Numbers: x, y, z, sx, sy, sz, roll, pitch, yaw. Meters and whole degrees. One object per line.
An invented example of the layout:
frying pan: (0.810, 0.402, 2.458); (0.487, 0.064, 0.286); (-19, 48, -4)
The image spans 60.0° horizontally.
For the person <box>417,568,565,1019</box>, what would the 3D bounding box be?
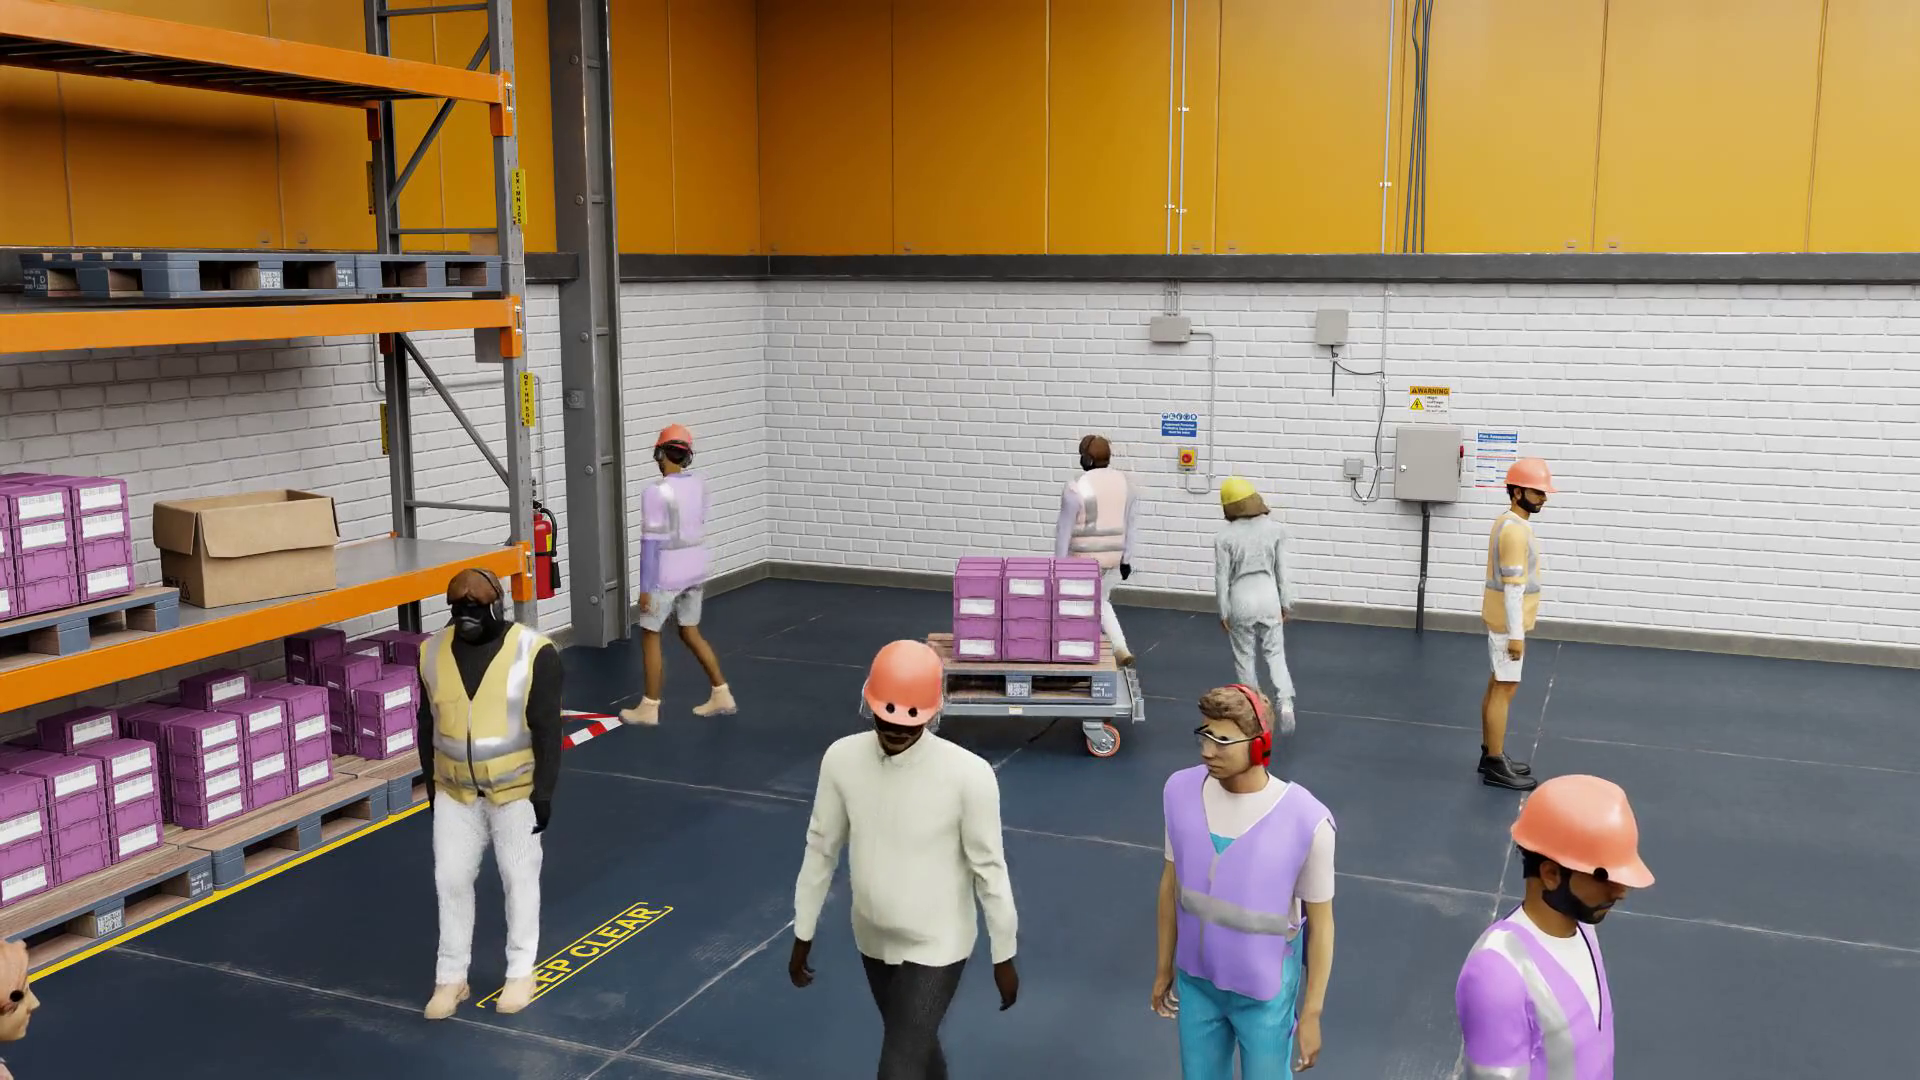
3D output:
person: (-1.910, 1.015, 6.761); (0.645, 1.832, 0.485); (1, 9, 5)

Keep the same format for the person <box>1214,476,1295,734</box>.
person: (1.884, 0.449, 10.621); (0.526, 1.701, 0.567); (-1, 9, -8)

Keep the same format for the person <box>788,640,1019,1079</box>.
person: (-0.236, 1.245, 5.057); (0.676, 1.922, 1.026); (7, 12, 36)

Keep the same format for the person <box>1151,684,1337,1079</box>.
person: (0.828, 1.315, 4.911); (0.574, 1.841, 0.374); (8, 13, 41)

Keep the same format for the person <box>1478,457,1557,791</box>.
person: (3.244, 0.477, 9.717); (0.376, 1.934, 0.546); (3, 10, 15)

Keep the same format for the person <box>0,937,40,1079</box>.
person: (-2.081, 1.646, 3.558); (0.318, 1.630, 0.512); (-7, 12, -35)

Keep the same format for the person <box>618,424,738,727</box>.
person: (-1.886, 0.245, 10.989); (0.632, 2.001, 0.665); (4, 10, 25)

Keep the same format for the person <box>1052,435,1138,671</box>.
person: (0.965, 0.145, 12.065); (0.628, 1.828, 0.442); (-7, 11, -35)

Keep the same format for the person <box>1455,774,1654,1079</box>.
person: (1.319, 1.461, 3.759); (0.370, 1.932, 0.543); (7, 12, 36)
